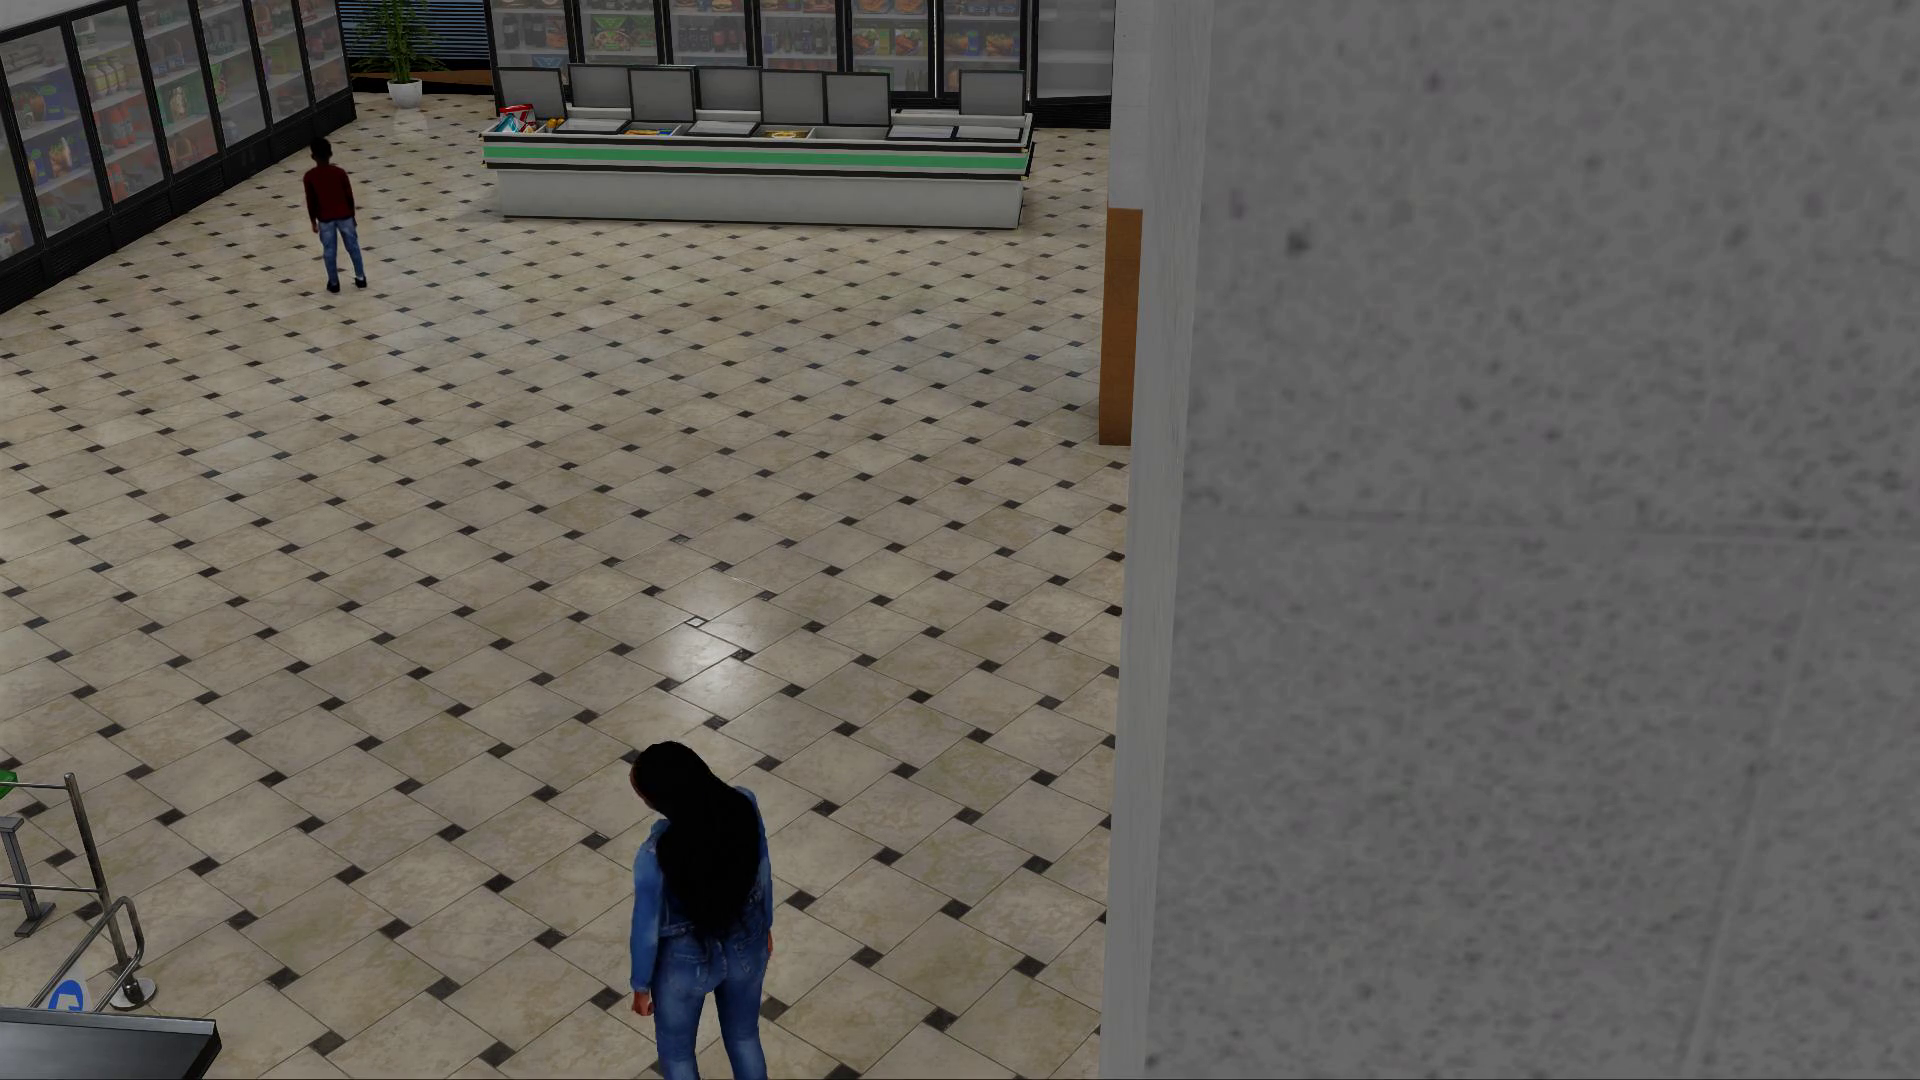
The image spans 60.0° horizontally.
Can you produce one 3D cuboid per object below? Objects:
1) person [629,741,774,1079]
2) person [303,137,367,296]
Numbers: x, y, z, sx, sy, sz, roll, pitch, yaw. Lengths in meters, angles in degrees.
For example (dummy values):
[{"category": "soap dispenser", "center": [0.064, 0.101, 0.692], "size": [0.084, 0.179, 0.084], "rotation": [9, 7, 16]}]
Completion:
[{"category": "person", "center": [-0.753, 1.294, 5.119], "size": [0.699, 1.710, 0.780], "rotation": [-10, 28, -19]}, {"category": "person", "center": [-5.000, -2.585, 13.273], "size": [0.552, 1.253, 0.642], "rotation": [-12, 29, -22]}]
